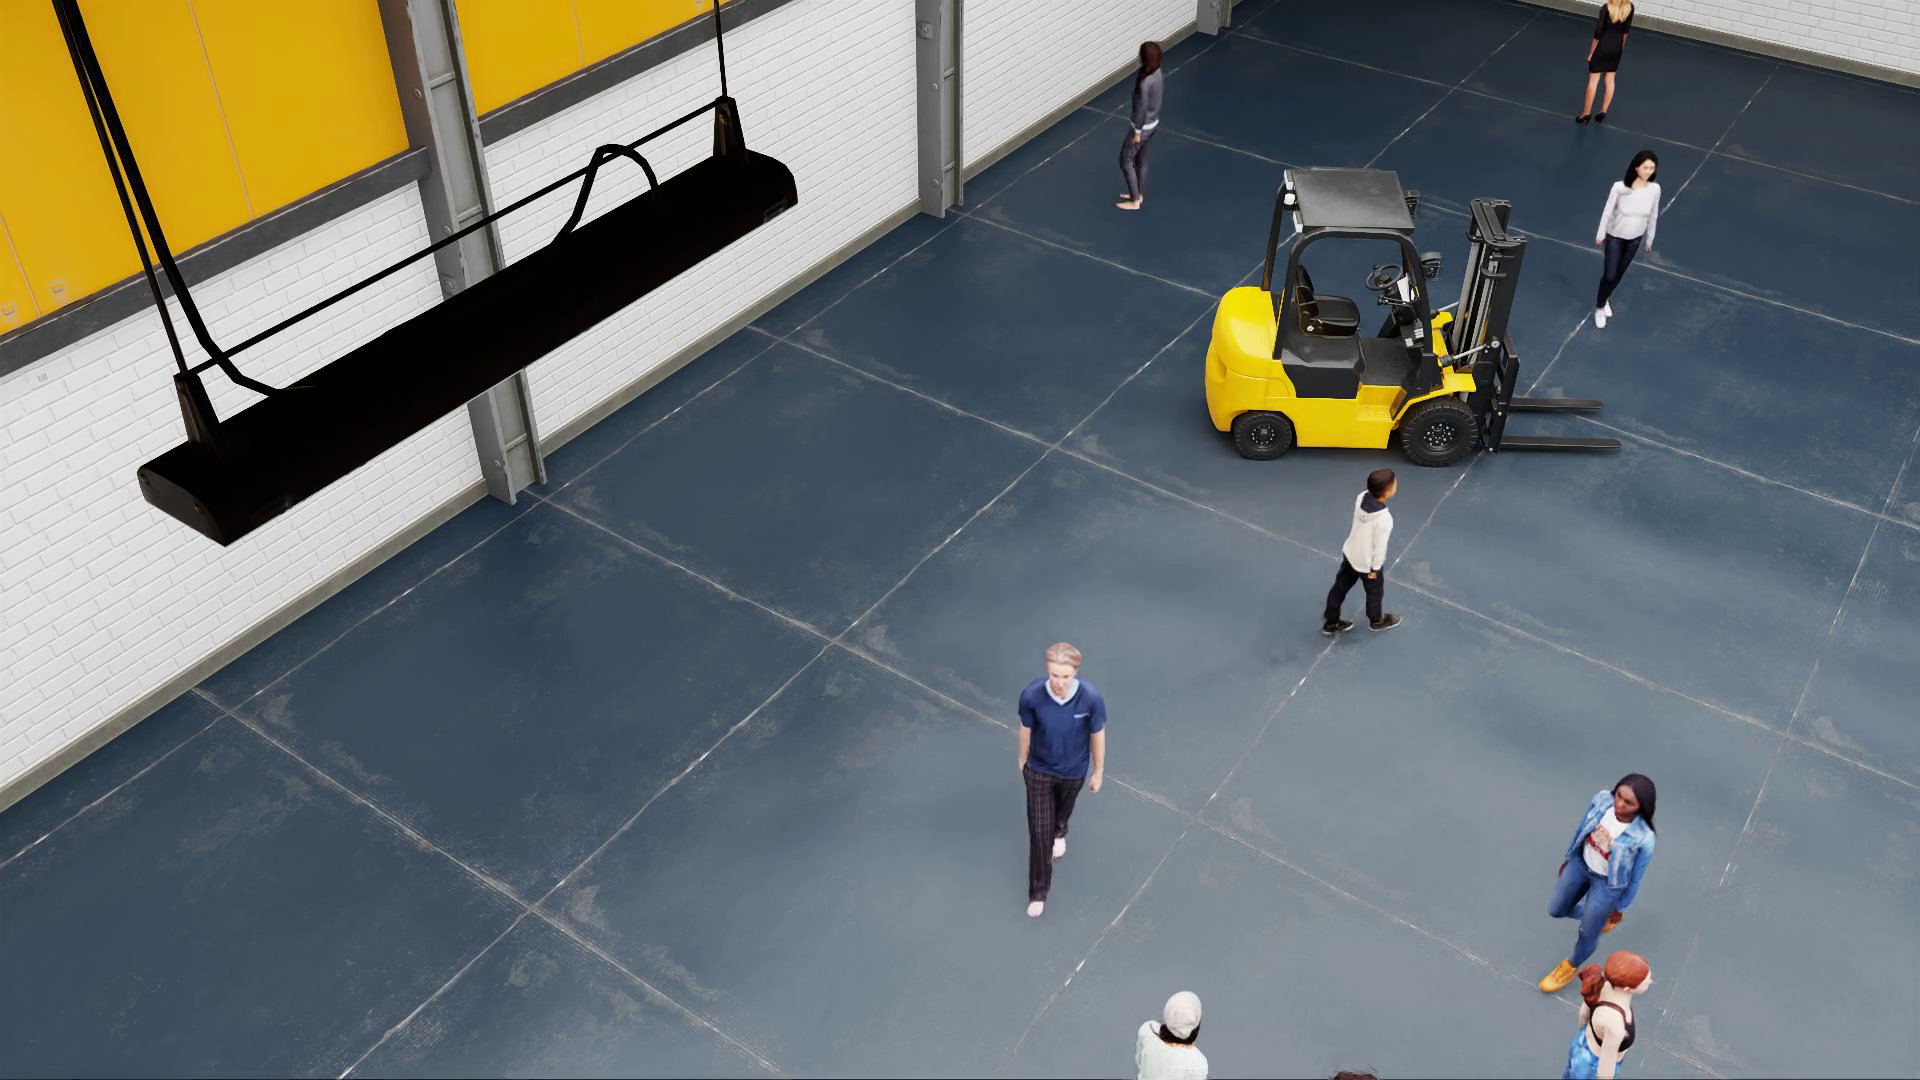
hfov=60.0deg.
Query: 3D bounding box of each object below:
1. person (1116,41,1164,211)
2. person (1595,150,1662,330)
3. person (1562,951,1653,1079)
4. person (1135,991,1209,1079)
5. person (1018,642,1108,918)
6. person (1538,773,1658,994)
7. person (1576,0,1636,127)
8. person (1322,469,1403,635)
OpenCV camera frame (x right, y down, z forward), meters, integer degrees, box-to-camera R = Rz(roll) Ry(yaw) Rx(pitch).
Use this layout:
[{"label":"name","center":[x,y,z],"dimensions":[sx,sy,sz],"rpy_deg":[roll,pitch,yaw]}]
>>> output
[{"label":"person","center":[1.923,-4.238,17.003],"dimensions":[0.738,1.765,0.592],"rpy_deg":[16,41,19]},{"label":"person","center":[6.088,-2.834,15.310],"dimensions":[0.818,1.685,0.886],"rpy_deg":[-1,39,-2]},{"label":"person","center":[3.156,2.663,8.347],"dimensions":[0.731,1.784,0.647],"rpy_deg":[5,39,7]},{"label":"person","center":[0.974,2.861,8.247],"dimensions":[0.604,1.599,1.138],"rpy_deg":[26,45,29]},{"label":"person","center":[0.590,1.285,10.030],"dimensions":[1.053,1.837,1.204],"rpy_deg":[0,39,1]},{"label":"person","center":[3.657,1.897,9.371],"dimensions":[0.908,1.703,0.809],"rpy_deg":[-18,42,-21]},{"label":"person","center":[7.237,-5.460,18.605],"dimensions":[0.609,1.676,0.659],"rpy_deg":[-5,39,-6]},{"label":"person","center":[2.804,0.125,11.808],"dimensions":[0.930,1.431,0.821],"rpy_deg":[-16,41,-19]}]
